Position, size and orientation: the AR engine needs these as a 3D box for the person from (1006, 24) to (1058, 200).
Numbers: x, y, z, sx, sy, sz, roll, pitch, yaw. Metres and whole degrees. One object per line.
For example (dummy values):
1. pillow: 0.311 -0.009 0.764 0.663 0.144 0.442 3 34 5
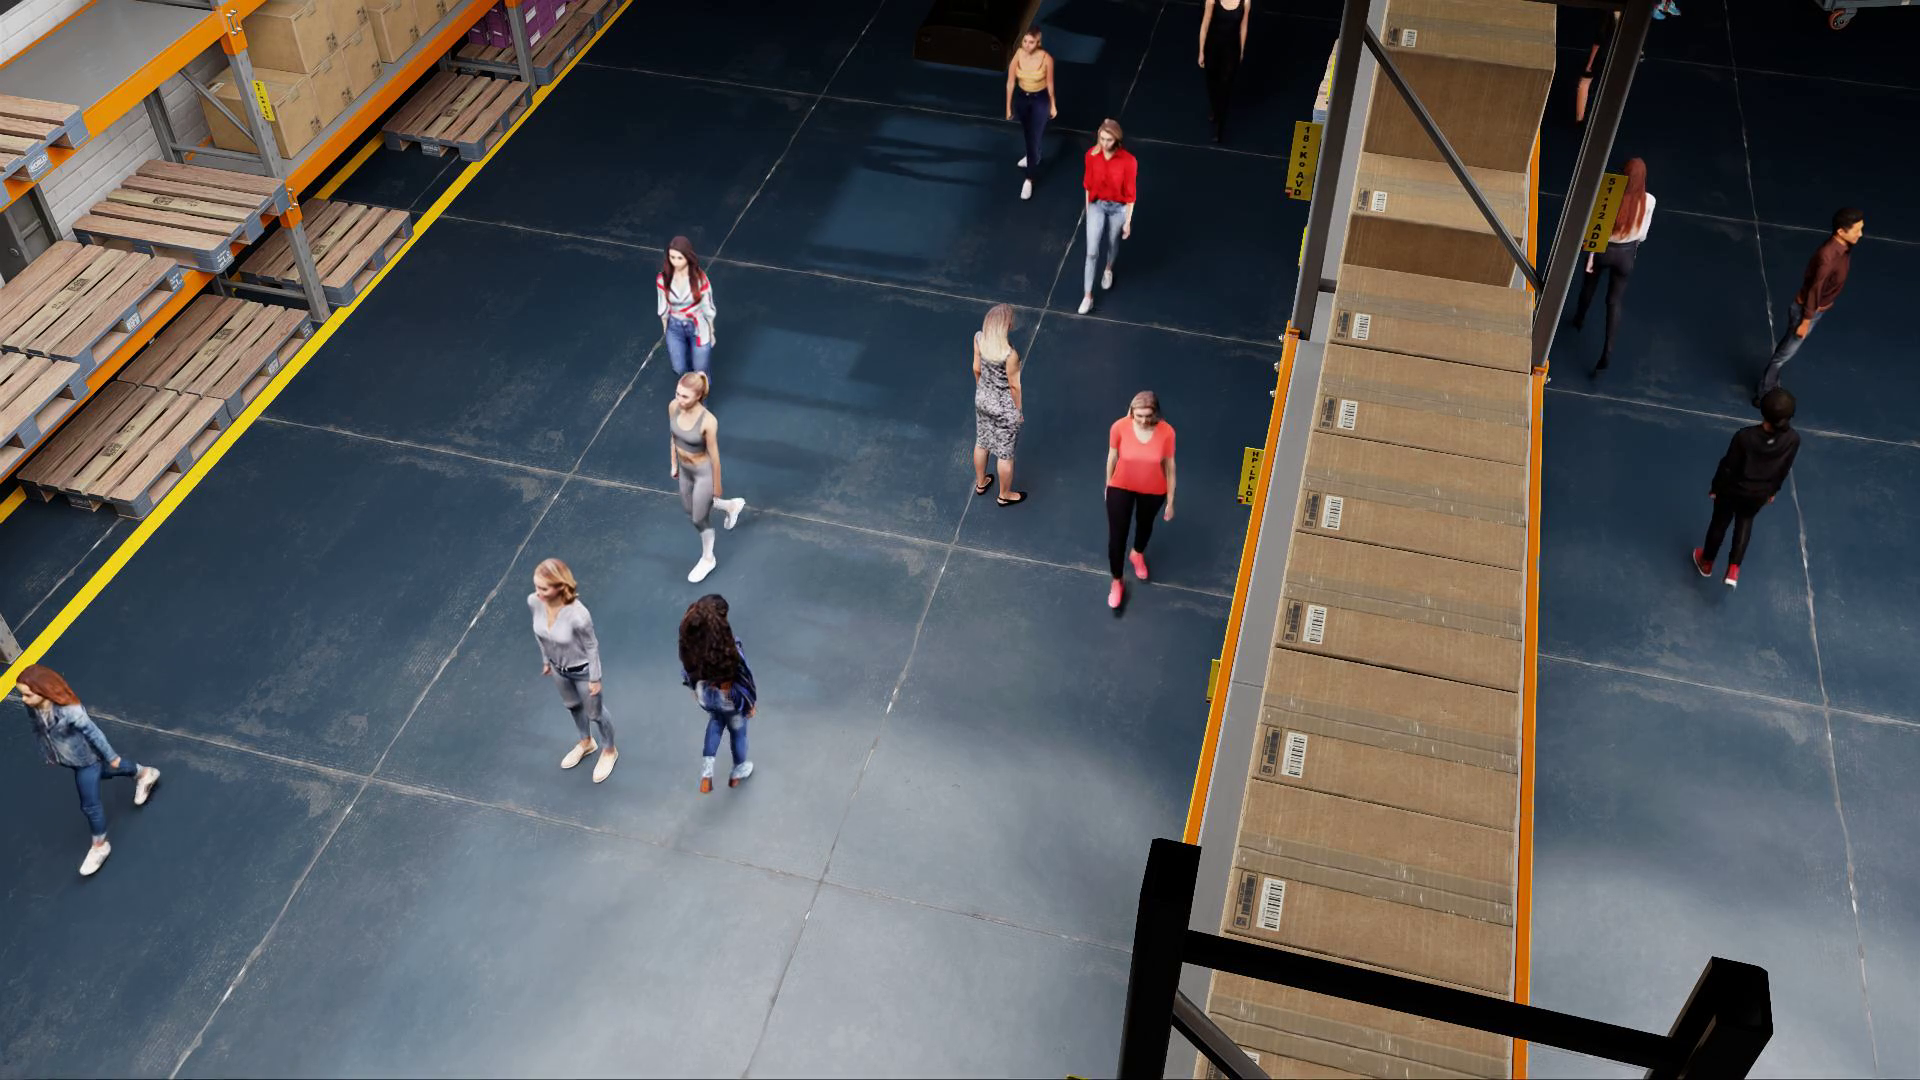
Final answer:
1. person: 0.668 -3.972 15.108 0.653 1.580 1.001 15 46 16

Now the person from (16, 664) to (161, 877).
1. person: -5.117 1.200 9.775 0.639 1.448 1.013 14 45 14

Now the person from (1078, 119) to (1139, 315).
1. person: 1.256 -2.764 13.776 0.627 1.666 0.991 10 45 11

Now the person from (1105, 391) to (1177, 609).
1. person: 1.201 -0.398 11.286 0.713 1.675 0.877 -1 44 -1

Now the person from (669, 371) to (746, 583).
1. person: -1.740 -0.500 11.383 0.785 1.690 0.986 27 50 26

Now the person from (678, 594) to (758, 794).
1. person: -1.461 0.977 9.887 0.703 1.614 0.751 19 47 19

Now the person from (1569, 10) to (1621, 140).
1. person: 6.082 -4.436 15.535 0.665 1.661 0.677 -1 44 -1

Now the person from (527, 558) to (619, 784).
1. person: -2.316 0.768 9.975 0.637 1.796 0.586 21 48 21

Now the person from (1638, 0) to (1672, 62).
1. person: 7.078 -5.593 17.083 0.657 1.202 0.744 -4 44 -5

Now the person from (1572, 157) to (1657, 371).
1. person: 5.145 -2.146 13.084 0.719 1.727 1.165 5 44 6

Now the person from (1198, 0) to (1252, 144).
1. person: 2.486 -4.684 15.807 0.637 1.644 1.108 8 44 8

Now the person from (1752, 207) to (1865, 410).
1. person: 6.444 -1.760 12.640 0.766 1.781 0.595 28 50 26

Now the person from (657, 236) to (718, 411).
1. person: -2.042 -1.642 12.643 0.685 1.604 0.820 3 44 3

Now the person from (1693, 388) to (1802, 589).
1. person: 5.306 -0.298 11.190 0.653 1.663 0.824 6 44 6

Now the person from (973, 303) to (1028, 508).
1. person: 0.257 -0.959 11.853 0.639 1.705 0.646 34 53 30
